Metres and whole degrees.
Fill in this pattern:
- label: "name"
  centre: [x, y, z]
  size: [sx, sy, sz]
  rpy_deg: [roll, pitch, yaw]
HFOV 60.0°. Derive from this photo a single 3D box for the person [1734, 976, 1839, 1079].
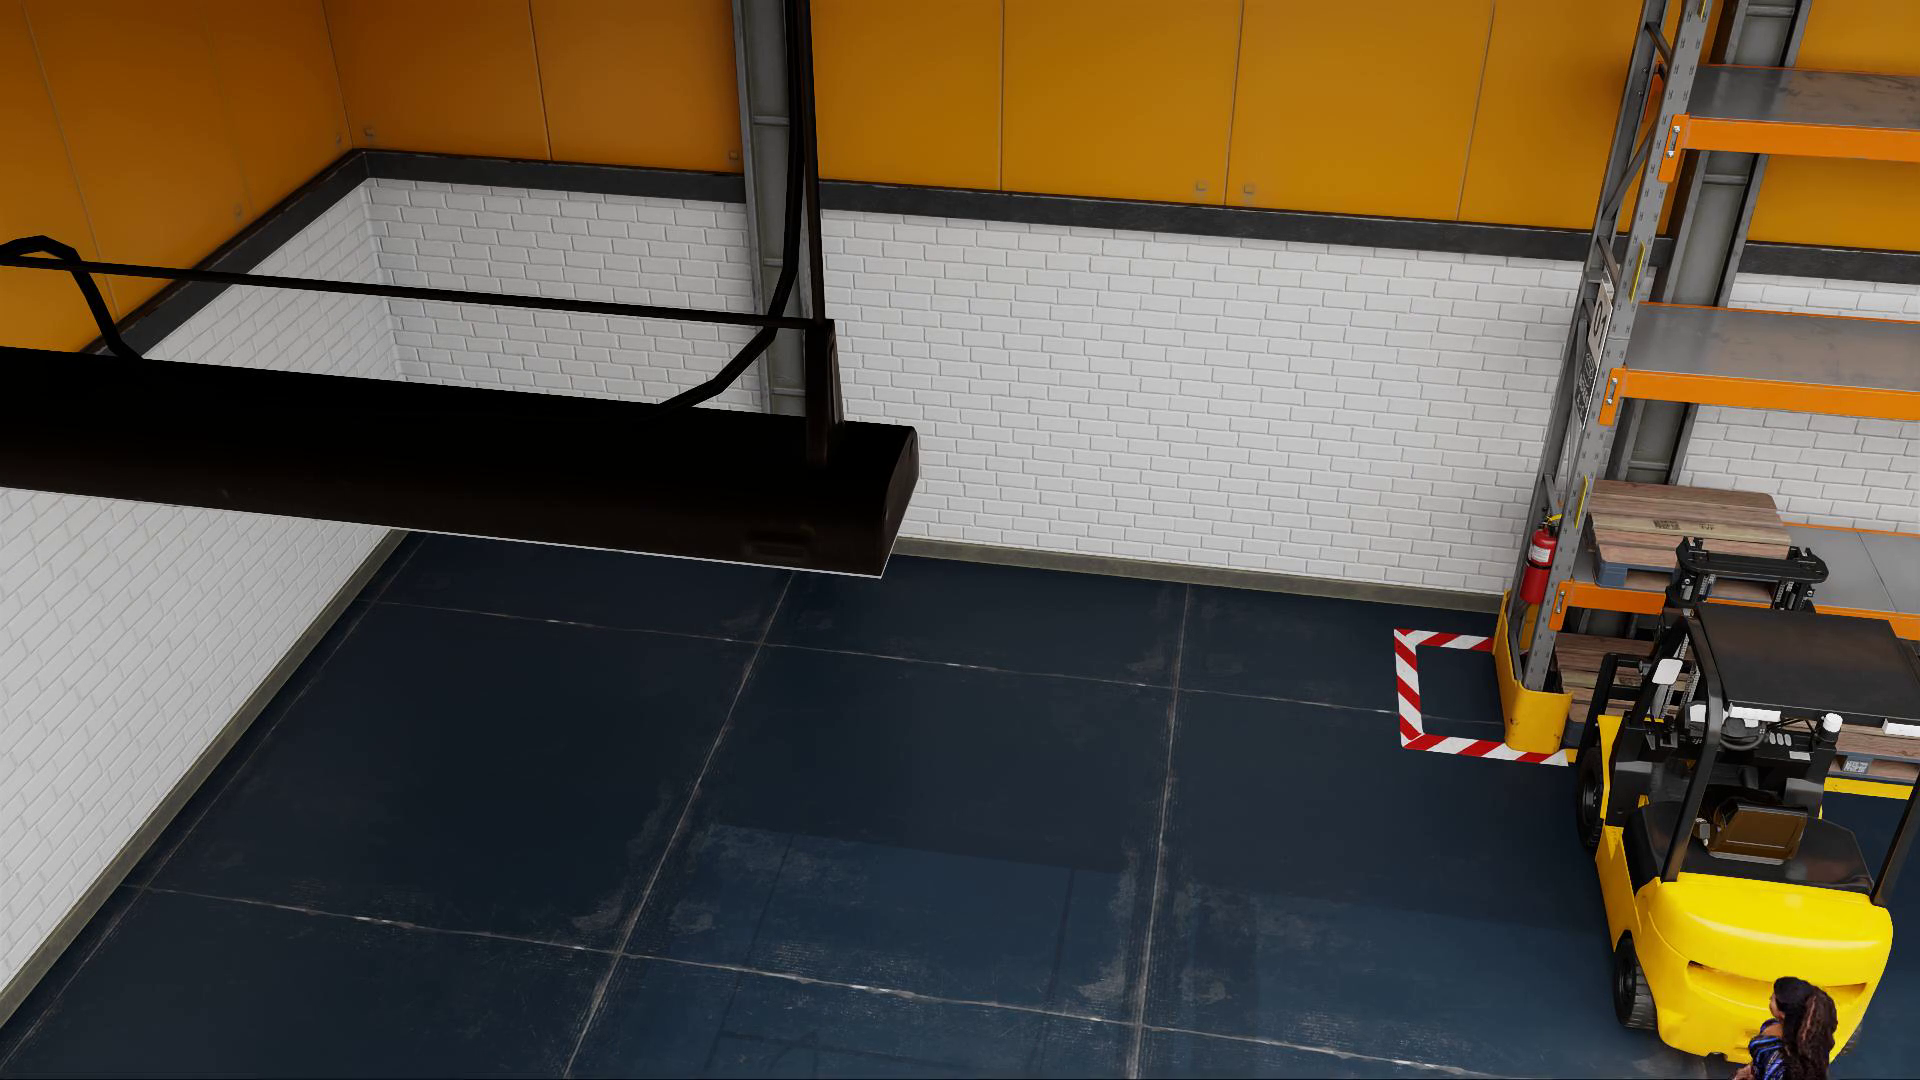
- label: "person"
  centre: [3.822, 2.685, 7.707]
  size: [1.042, 1.579, 1.139]
  rpy_deg: [-26, 42, -34]
